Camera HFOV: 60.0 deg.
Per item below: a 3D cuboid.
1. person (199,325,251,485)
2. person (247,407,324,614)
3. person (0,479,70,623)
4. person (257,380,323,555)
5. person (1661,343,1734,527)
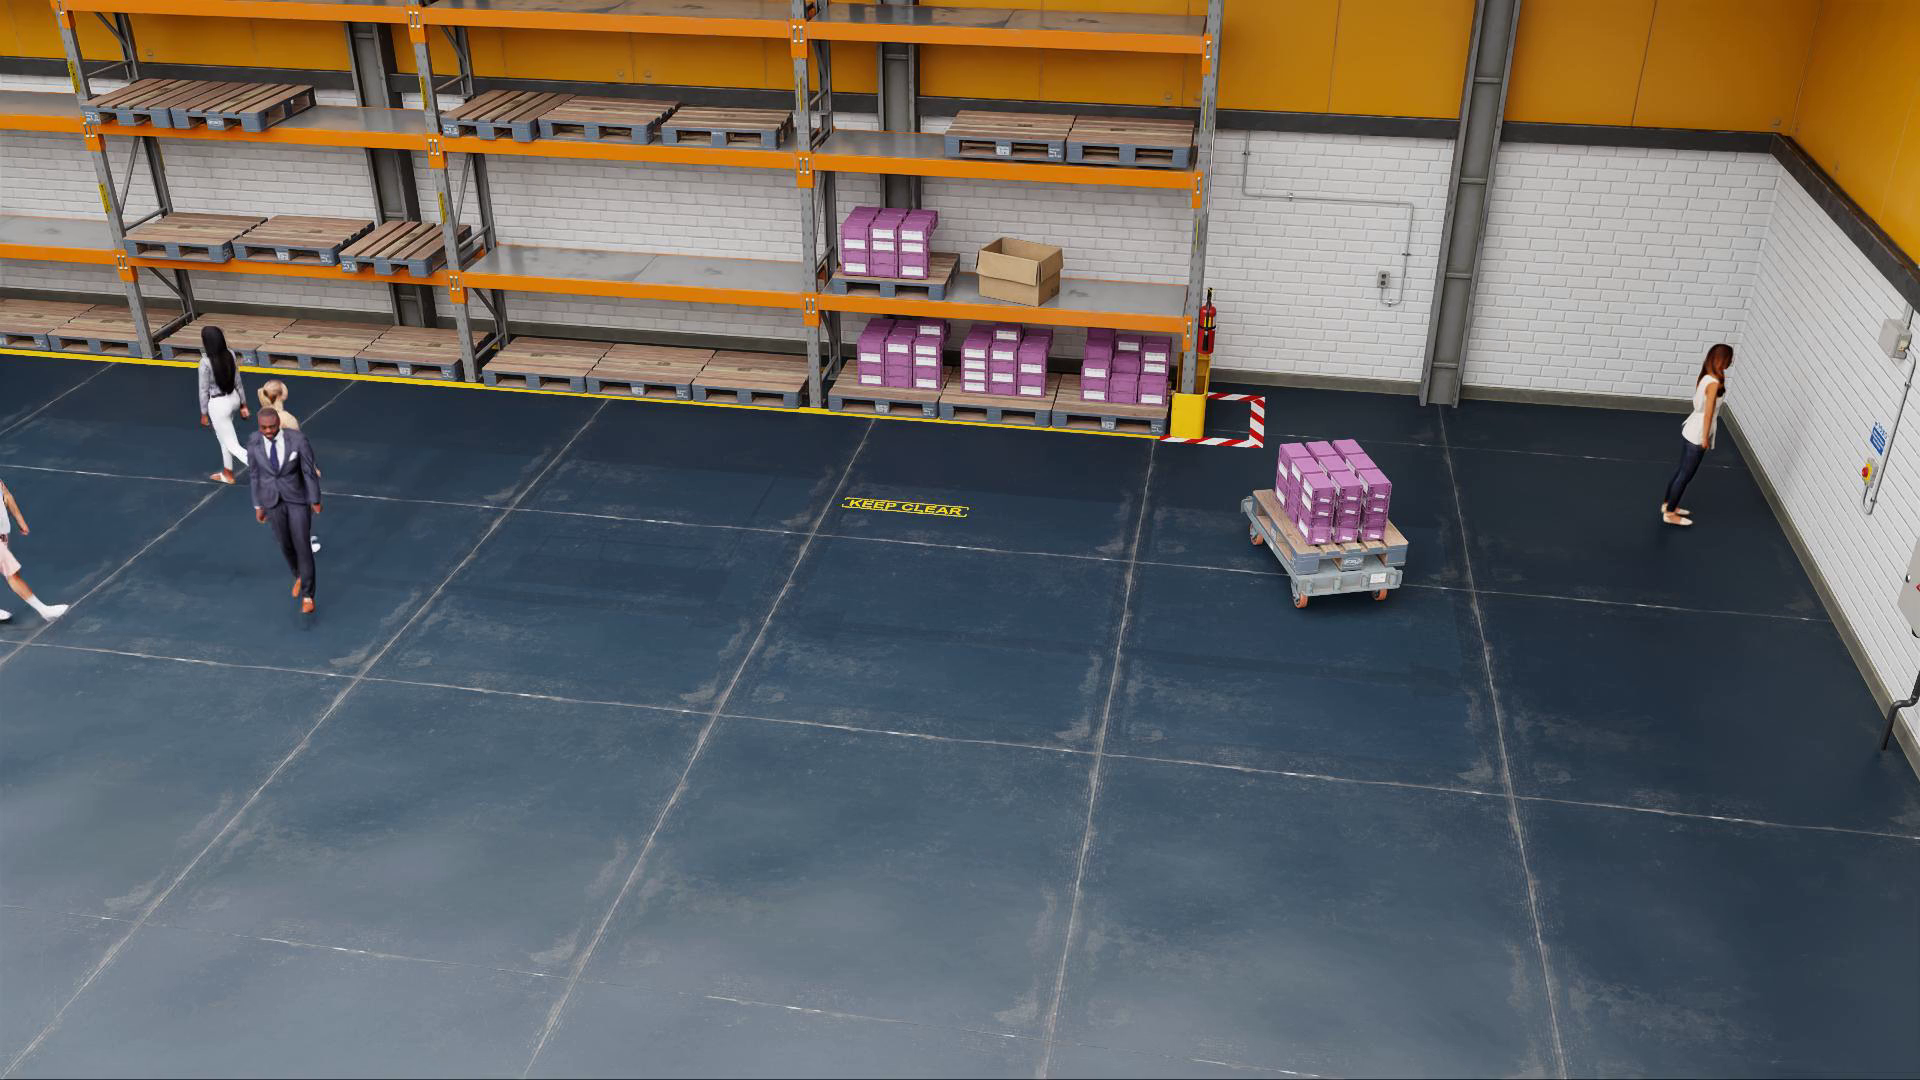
[{"bbox_3d":[-6.980,-1.214,15.933,1.187,1.694,0.718,10,30,17],"label":"person"},{"bbox_3d":[-5.732,-0.283,14.133,1.006,1.782,0.942,-3,29,-5],"label":"person"},{"bbox_3d":[-8.130,-0.069,13.794,1.131,1.732,0.733,3,29,5],"label":"person"},{"bbox_3d":[-6.032,-0.596,14.804,0.674,1.689,0.752,21,35,34],"label":"person"},{"bbox_3d":[6.816,-0.985,15.422,0.566,1.779,0.592,8,30,15],"label":"person"}]
